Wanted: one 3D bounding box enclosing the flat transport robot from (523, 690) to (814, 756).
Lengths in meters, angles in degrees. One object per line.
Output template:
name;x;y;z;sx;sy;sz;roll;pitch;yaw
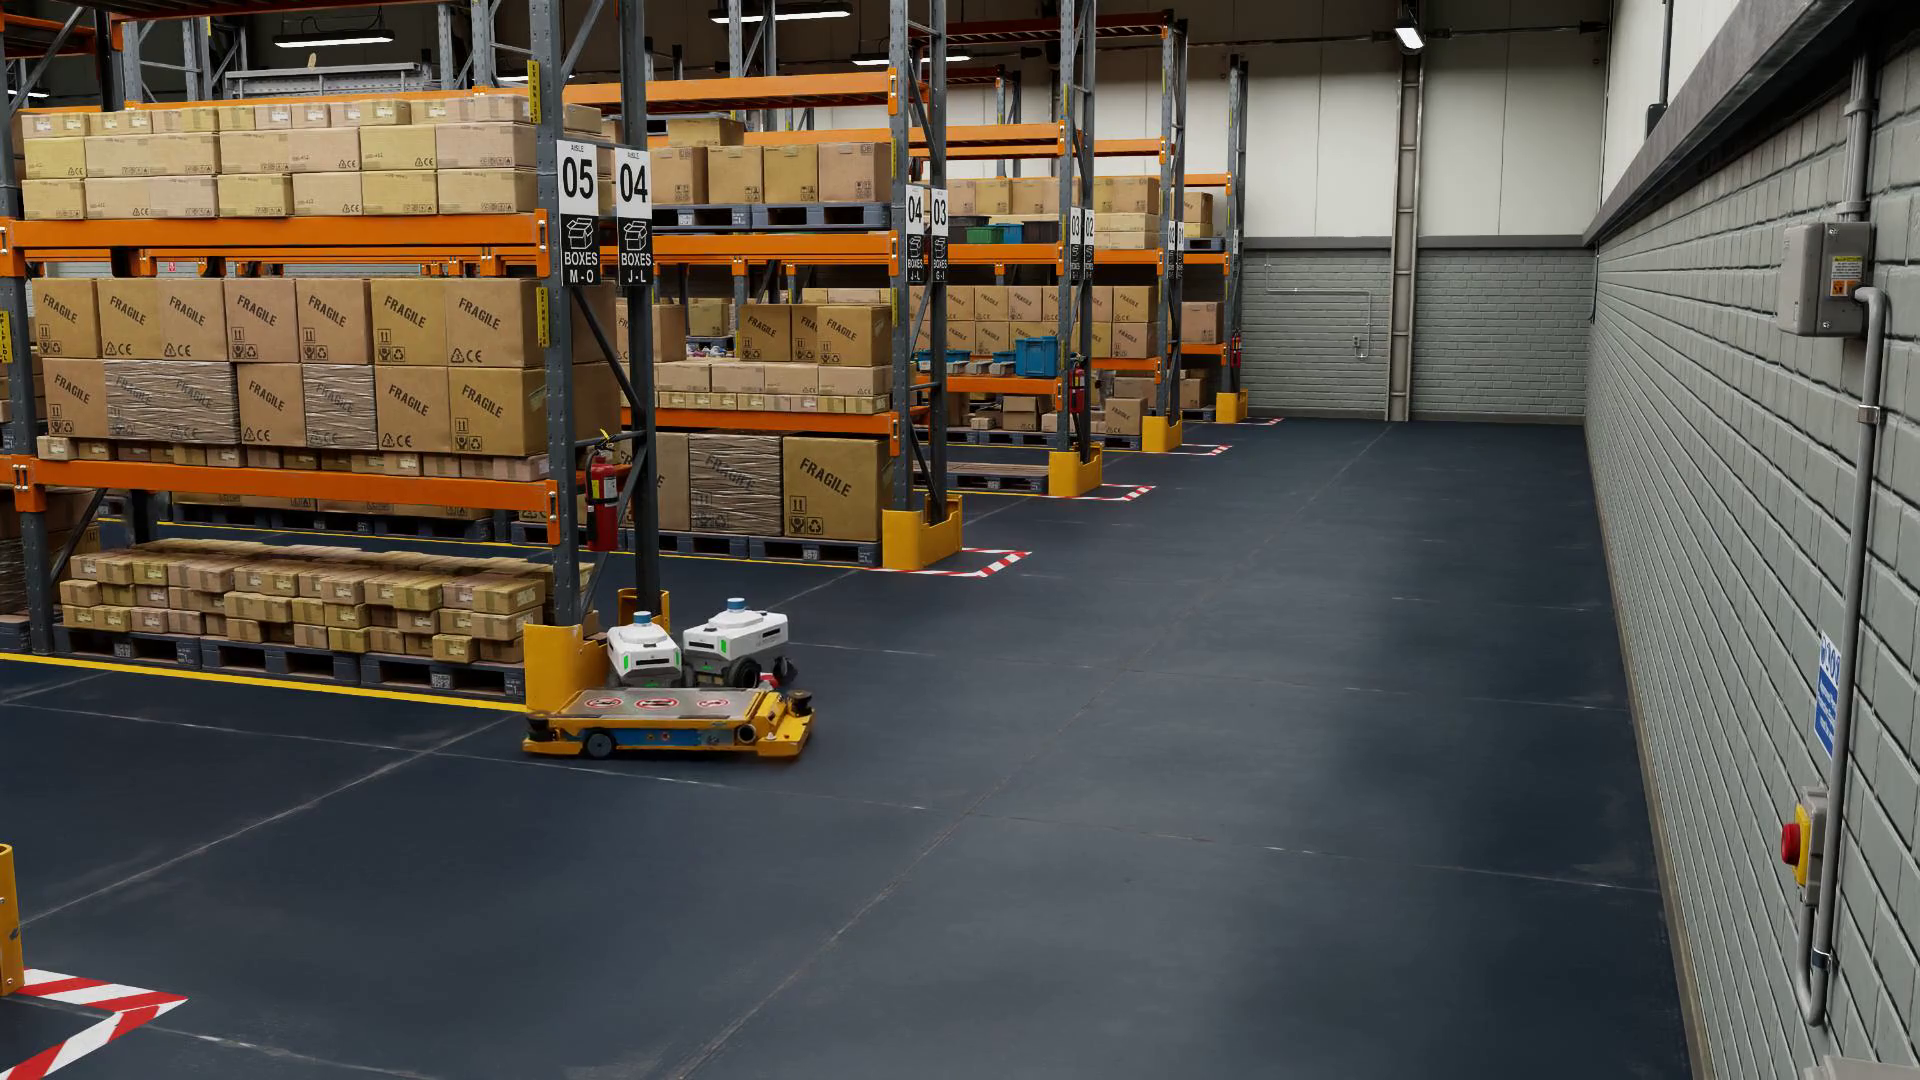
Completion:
flat transport robot;-1.528;0.958;8.847;1.431;0.197;0.652;0;9;2

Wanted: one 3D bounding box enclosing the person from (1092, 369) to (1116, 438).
person;2.193;-2.486;25.331;0.356;1.881;0.575;4;10;21

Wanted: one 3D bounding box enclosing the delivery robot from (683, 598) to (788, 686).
delivery robot;-1.336;0.591;9.961;0.477;0.478;0.707;5;10;28

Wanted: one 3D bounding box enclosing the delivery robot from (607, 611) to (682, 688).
delivery robot;-1.823;0.654;9.568;0.477;0.478;0.707;-3;10;-19

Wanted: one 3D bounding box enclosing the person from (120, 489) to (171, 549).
person;-7.099;-0.653;14.377;0.370;1.723;0.504;4;10;24
